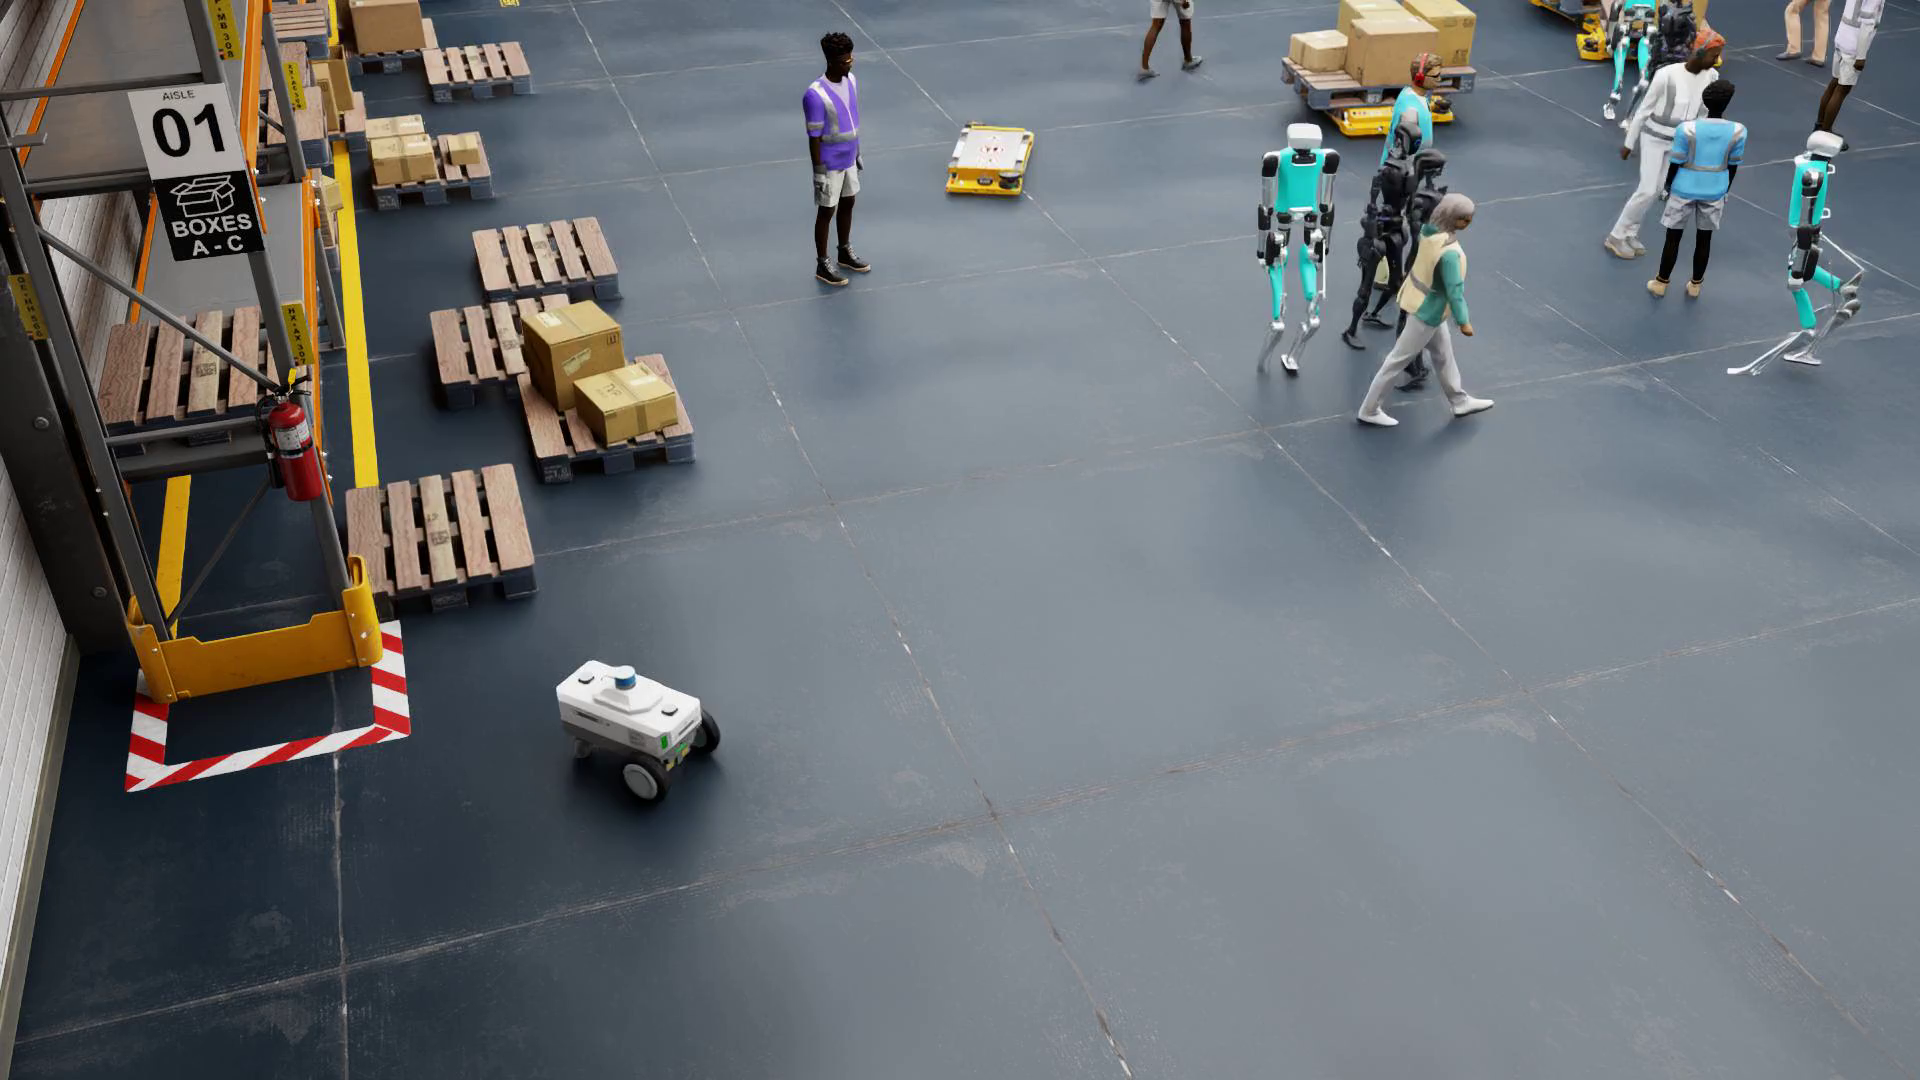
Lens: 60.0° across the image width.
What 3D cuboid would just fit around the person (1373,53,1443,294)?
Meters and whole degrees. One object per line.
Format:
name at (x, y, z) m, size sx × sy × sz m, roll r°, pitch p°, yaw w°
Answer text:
person at (3.392, -2.805, 12.717) m, size 0.376 × 1.843 × 0.571 m, roll 8°, pitch 34°, yaw 12°

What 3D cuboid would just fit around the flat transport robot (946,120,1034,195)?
flat transport robot at (0.289, -3.499, 15.226) m, size 0.659 × 0.231 × 1.431 m, roll 4°, pitch 33°, yaw 6°

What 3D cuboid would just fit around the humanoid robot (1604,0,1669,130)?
humanoid robot at (6.375, -4.671, 15.689) m, size 0.531 × 1.740 × 0.976 m, roll 7°, pitch 34°, yaw 11°

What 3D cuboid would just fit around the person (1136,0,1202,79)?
person at (2.200, -5.750, 17.200) m, size 0.552 × 1.889 × 0.909 m, roll 25°, pitch 41°, yaw 33°

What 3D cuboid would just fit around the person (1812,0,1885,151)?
person at (8.285, -4.573, 15.357) m, size 0.383 × 1.929 × 0.541 m, roll 6°, pitch 34°, yaw 8°

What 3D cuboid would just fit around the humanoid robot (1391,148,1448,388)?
humanoid robot at (3.181, -1.883, 11.458) m, size 0.363 × 1.640 × 0.612 m, roll 18°, pitch 37°, yaw 26°

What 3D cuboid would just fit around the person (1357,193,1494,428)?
person at (3.132, -1.468, 10.832) m, size 0.951 × 1.654 × 0.476 m, roll 3°, pitch 33°, yaw 4°

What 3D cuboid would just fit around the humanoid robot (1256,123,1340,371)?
humanoid robot at (2.335, -1.908, 11.452) m, size 0.542 × 1.813 × 0.674 m, roll -3°, pitch 33°, yaw -4°

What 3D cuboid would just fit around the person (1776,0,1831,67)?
person at (9.060, -5.844, 17.561) m, size 0.513 × 1.641 × 0.553 m, roll -22°, pitch 39°, yaw -30°

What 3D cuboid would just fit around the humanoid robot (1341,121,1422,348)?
humanoid robot at (3.065, -2.225, 11.976) m, size 0.601 × 1.637 × 0.392 m, roll -23°, pitch 39°, yaw -31°

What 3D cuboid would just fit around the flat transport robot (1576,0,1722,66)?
flat transport robot at (7.490, -5.373, 18.099) m, size 1.431 × 0.231 × 0.659 m, roll 6°, pitch 34°, yaw 10°

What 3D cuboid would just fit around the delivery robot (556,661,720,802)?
delivery robot at (-1.613, 0.883, 8.234) m, size 0.738 × 0.586 × 0.524 m, roll 17°, pitch 37°, yaw 24°

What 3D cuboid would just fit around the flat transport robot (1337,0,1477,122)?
flat transport robot at (4.411, -4.532, 16.809) m, size 0.659 × 0.231 × 1.431 m, roll -4°, pitch 33°, yaw -6°

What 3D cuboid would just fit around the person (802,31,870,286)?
person at (-0.951, -2.945, 12.835) m, size 0.377 × 1.957 × 0.610 m, roll 18°, pitch 37°, yaw 26°

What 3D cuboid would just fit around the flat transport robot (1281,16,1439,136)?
flat transport robot at (3.910, -4.347, 16.525) m, size 0.659 × 0.231 × 1.431 m, roll -5°, pitch 33°, yaw -8°

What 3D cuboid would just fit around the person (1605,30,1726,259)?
person at (5.614, -3.152, 13.246) m, size 0.614 × 1.846 × 0.485 m, roll -10°, pitch 34°, yaw -15°

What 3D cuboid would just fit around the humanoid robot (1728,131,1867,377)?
humanoid robot at (5.950, -1.894, 11.442) m, size 0.848 × 1.795 × 0.537 m, roll 13°, pitch 35°, yaw 19°

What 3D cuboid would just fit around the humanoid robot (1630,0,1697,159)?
humanoid robot at (6.509, -4.303, 15.185) m, size 0.568 × 1.627 × 0.612 m, roll -8°, pitch 34°, yaw -12°

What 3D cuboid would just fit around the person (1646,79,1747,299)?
person at (5.578, -2.638, 12.593) m, size 0.534 × 1.698 × 0.322 m, roll 5°, pitch 33°, yaw 7°

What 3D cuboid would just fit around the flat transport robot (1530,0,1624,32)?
flat transport robot at (7.307, -6.171, 19.323) m, size 0.659 × 0.231 × 1.431 m, roll -8°, pitch 34°, yaw -12°
